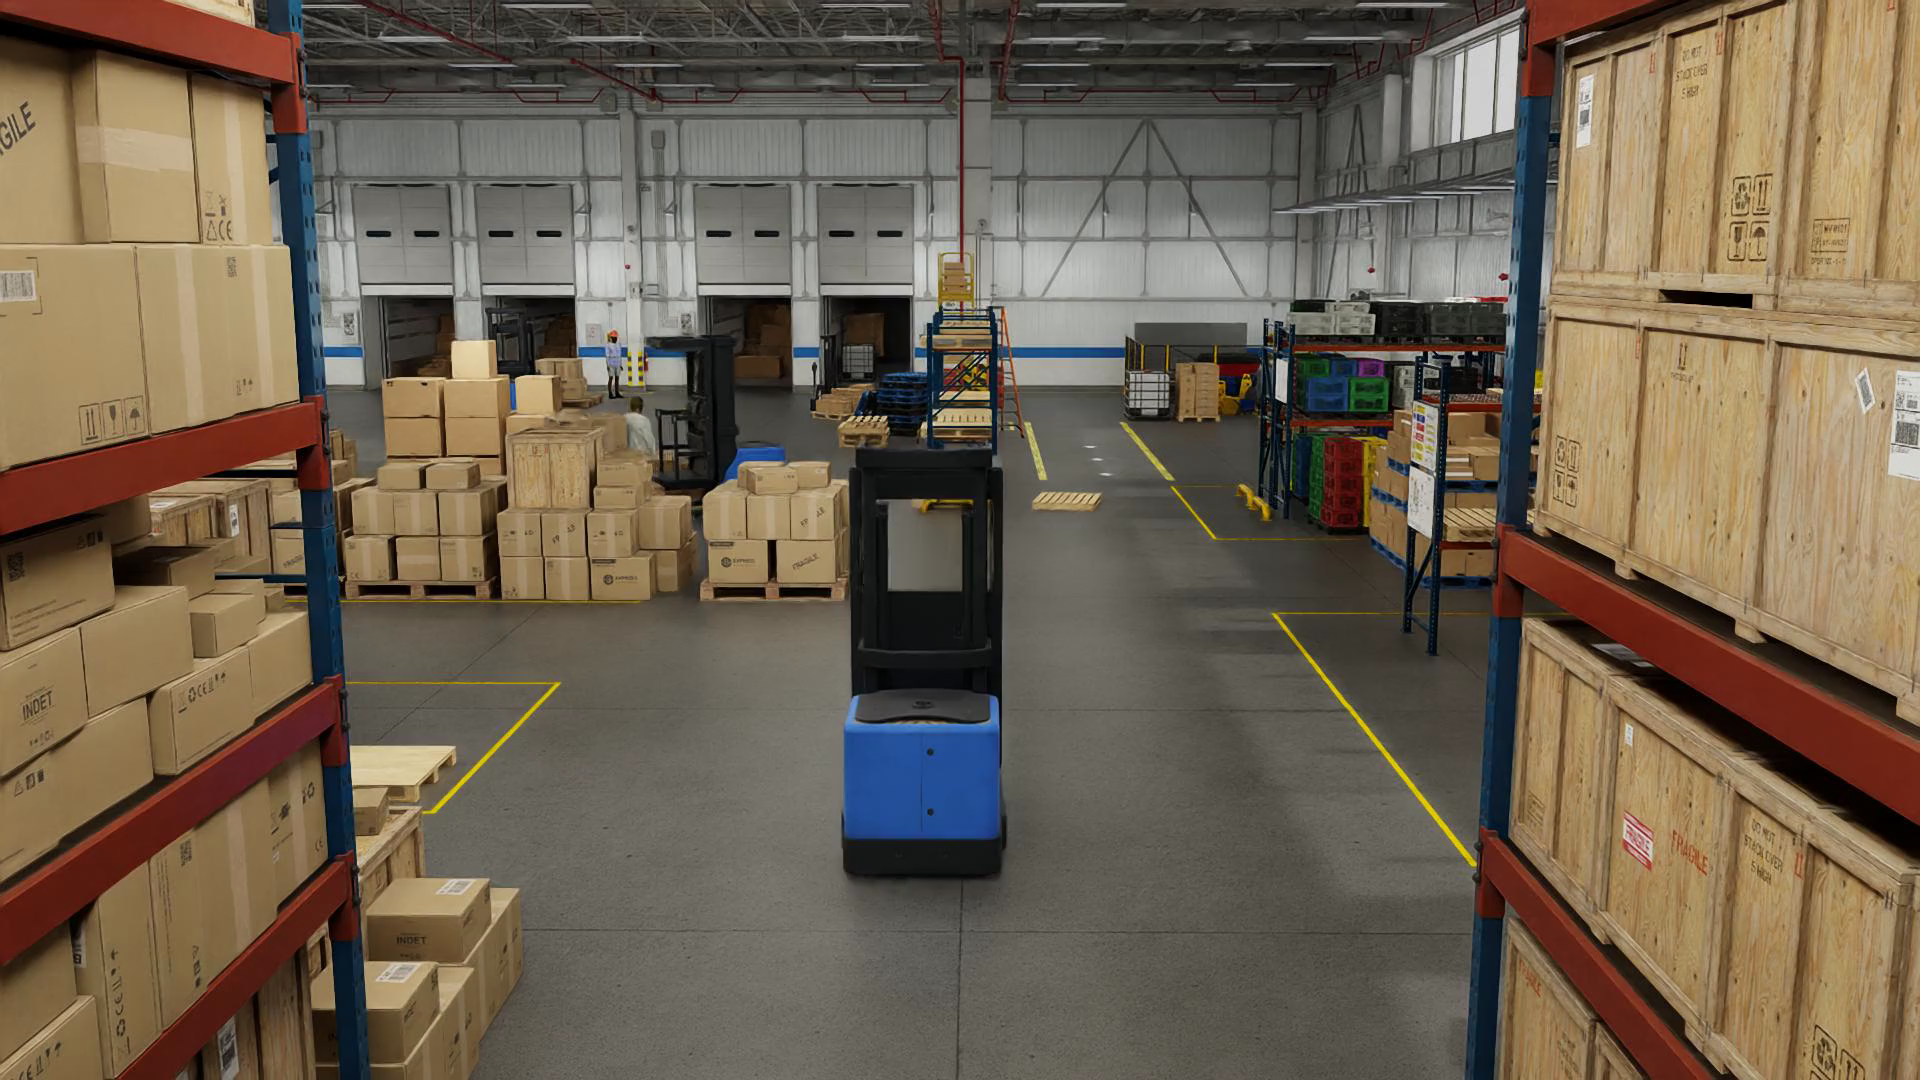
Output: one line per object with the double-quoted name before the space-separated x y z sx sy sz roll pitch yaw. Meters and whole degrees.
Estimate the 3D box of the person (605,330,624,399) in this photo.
"person" -9.770 -4.963 47.056 0.358 1.938 0.542 8 13 40

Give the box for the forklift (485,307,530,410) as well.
"forklift" -10.754 -4.150 39.646 1.129 2.768 1.873 0 10 1

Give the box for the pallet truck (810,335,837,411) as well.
"pallet truck" -3.021 -4.312 43.126 1.885 1.965 0.823 3 10 17

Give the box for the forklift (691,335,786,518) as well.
"forklift" -3.780 -1.824 26.224 1.873 2.768 1.129 -4 11 -24

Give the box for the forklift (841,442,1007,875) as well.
"forklift" -0.242 0.713 11.589 1.129 2.768 1.873 0 10 1

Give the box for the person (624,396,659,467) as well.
"person" -4.975 -1.284 25.909 0.653 1.915 0.720 9 13 41

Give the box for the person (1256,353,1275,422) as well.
"person" 6.904 -3.217 37.020 0.630 1.934 0.364 0 10 1
